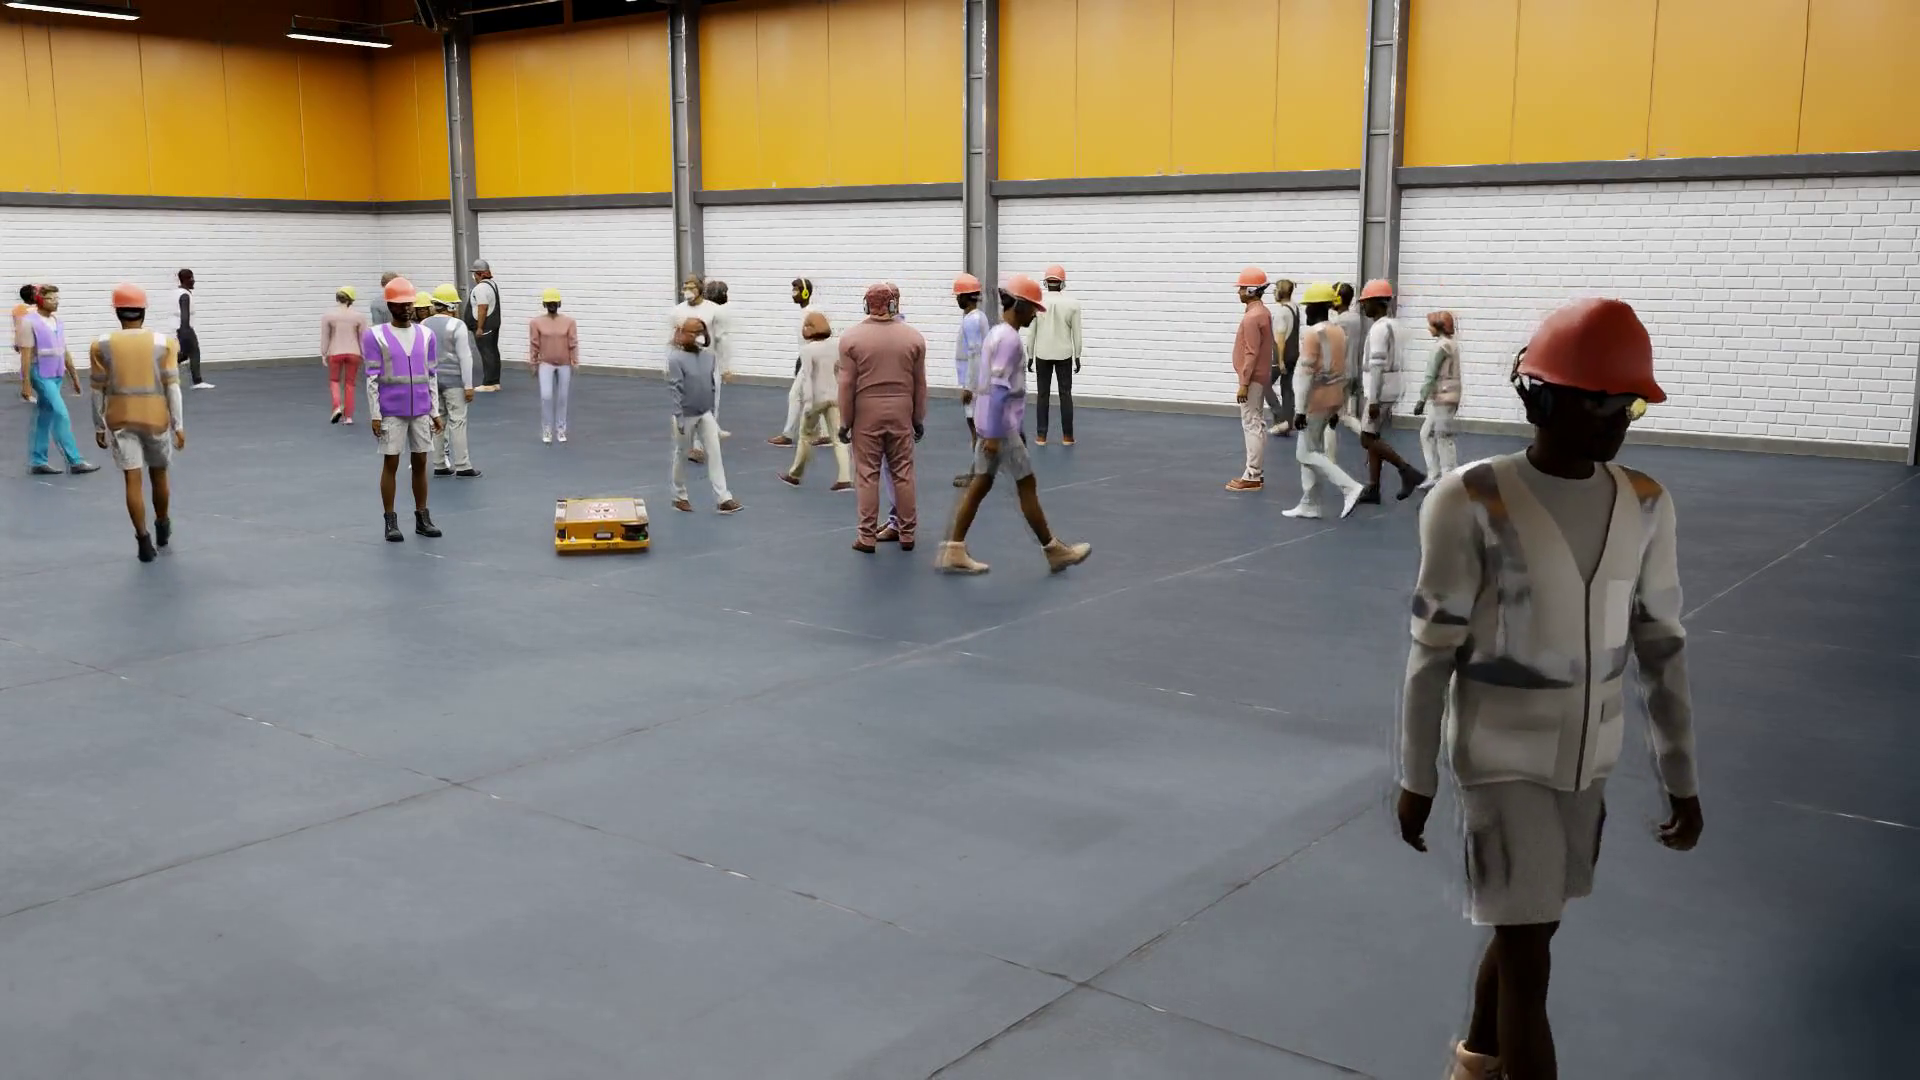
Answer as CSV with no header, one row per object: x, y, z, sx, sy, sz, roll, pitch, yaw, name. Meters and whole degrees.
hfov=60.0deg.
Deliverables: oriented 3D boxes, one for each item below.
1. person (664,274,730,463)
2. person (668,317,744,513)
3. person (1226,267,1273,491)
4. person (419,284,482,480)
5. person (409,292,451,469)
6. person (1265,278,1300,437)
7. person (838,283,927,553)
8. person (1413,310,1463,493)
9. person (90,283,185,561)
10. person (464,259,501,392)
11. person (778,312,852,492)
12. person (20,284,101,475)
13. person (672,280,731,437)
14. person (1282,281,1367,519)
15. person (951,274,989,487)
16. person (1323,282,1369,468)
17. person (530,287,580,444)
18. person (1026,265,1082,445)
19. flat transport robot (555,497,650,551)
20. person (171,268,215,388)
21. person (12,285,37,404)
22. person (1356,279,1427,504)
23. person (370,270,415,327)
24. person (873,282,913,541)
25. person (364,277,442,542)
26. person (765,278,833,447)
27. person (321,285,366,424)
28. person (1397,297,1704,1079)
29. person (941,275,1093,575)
-2.715,-1.726,16.845,0.666,1.901,0.907,3,10,15,person
-2.088,-0.988,13.425,0.812,1.591,0.518,9,13,42,person
2.604,-1.431,14.871,0.375,1.995,0.611,3,10,19,person
-4.805,-1.482,15.633,0.592,1.834,0.404,5,11,26,person
-5.247,-1.568,16.402,0.484,1.744,0.295,-2,10,-9,person
3.725,-2.098,19.238,0.422,1.829,0.520,8,13,40,person
-0.560,-0.859,11.808,0.645,1.903,0.400,-3,10,-16,person
4.188,-1.205,14.634,0.528,1.618,0.516,5,11,27,person
-5.772,-0.837,11.684,0.570,1.896,0.930,-5,11,-26,person
-7.372,-3.310,25.674,0.536,2.000,0.683,1,10,3,person
-1.275,-1.234,14.882,0.847,1.584,0.521,9,13,41,person
-8.569,-1.514,15.866,0.840,1.809,0.603,0,10,0,person
-2.934,-2.062,19.059,0.592,1.818,0.650,0,10,2,person
2.876,-1.079,13.088,0.639,1.902,0.595,6,12,33,person
0.091,-1.441,15.105,0.375,1.934,0.547,1,10,7,person
3.747,-1.568,16.109,0.671,1.850,0.513,9,13,42,person
-4.507,-1.941,18.578,0.527,1.747,0.658,-4,10,-21,person
1.042,-2.041,18.422,0.614,1.993,0.395,1,10,6,person
-2.661,-0.135,12.336,0.652,0.197,1.431,-2,10,-12,flat transport robot
-12.252,-3.313,26.130,0.779,1.896,0.600,-6,11,-31,person
-13.118,-2.777,23.605,0.563,1.671,0.634,6,12,32,person
3.583,-1.223,13.933,0.601,1.911,0.549,4,11,24,person
-7.267,-2.524,21.500,0.633,1.911,0.881,-7,12,-35,person
-0.539,-0.942,12.289,0.402,1.904,0.651,0,10,2,person
-4.102,-0.964,12.316,0.542,1.938,0.357,-8,13,-40,person
-1.787,-1.928,18.195,0.864,1.836,0.566,-1,10,-8,person
-7.654,-2.293,20.679,0.545,1.732,0.380,-4,11,-24,person
1.332,0.500,3.570,0.636,2.009,0.847,-3,10,-20,person
0.351,-0.740,10.912,1.037,1.966,0.680,-1,10,-7,person
